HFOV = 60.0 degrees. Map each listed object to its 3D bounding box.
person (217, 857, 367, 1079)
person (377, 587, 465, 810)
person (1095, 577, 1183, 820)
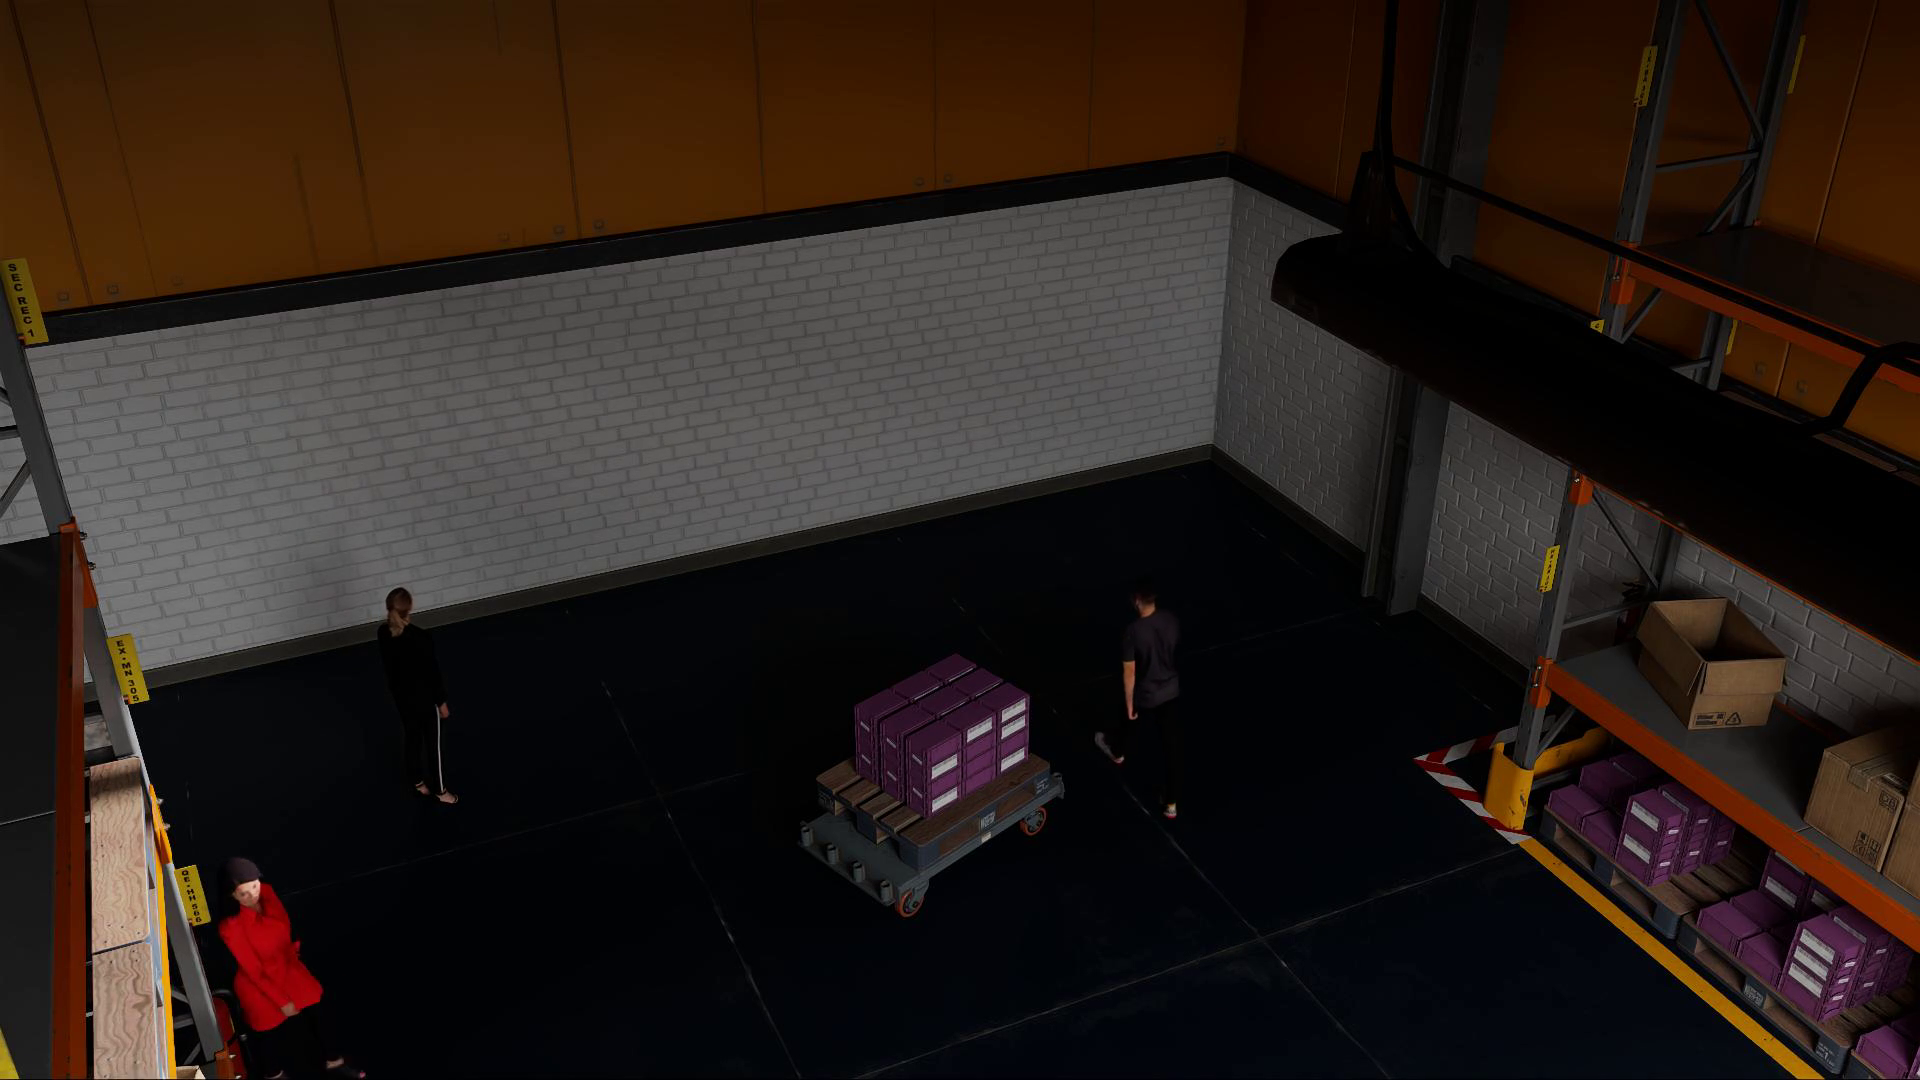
[{"bbox_3d":[-3.737,2.366,8.803,0.863,1.718,0.825,3,29,5],"label":"person"},{"bbox_3d":[-3.654,1.073,11.185,0.686,1.707,0.761,12,31,21],"label":"person"},{"bbox_3d":[1.333,1.099,11.142,0.707,1.702,1.148,-9,30,-17],"label":"person"}]
